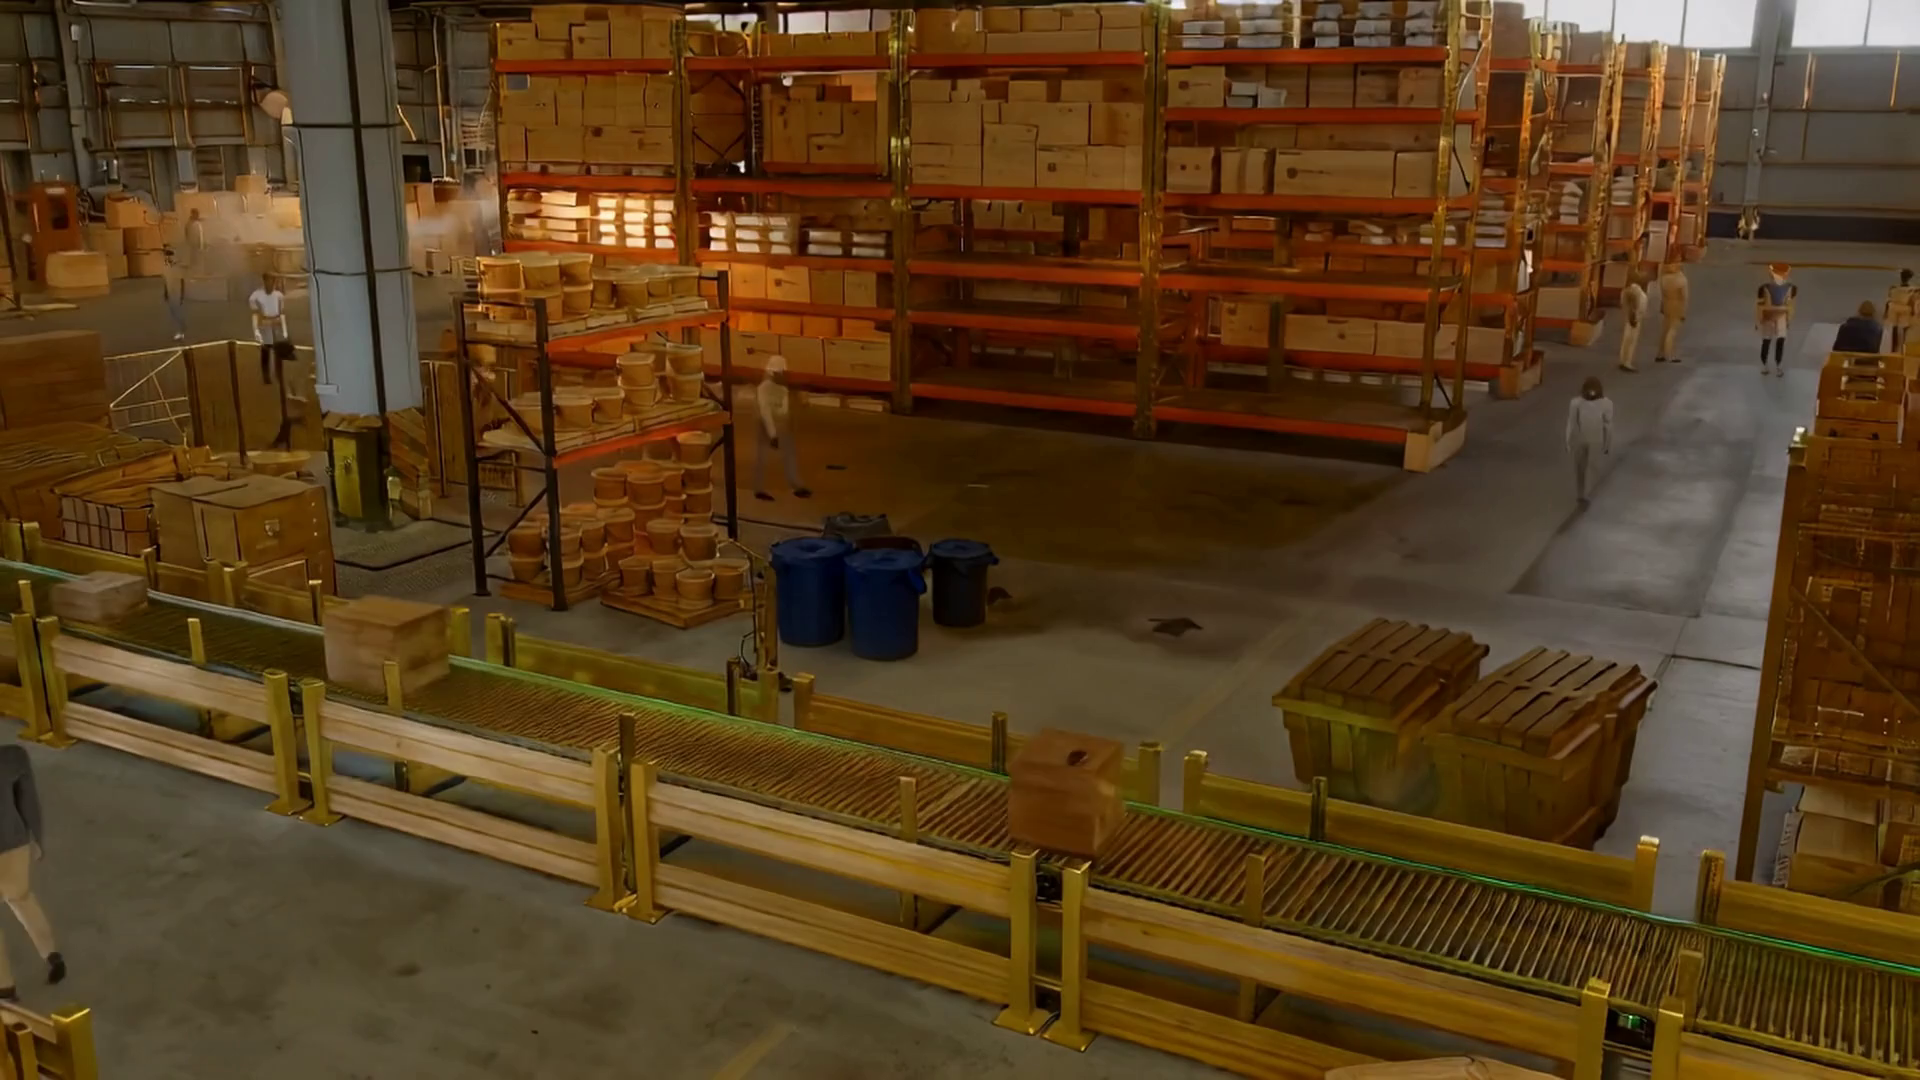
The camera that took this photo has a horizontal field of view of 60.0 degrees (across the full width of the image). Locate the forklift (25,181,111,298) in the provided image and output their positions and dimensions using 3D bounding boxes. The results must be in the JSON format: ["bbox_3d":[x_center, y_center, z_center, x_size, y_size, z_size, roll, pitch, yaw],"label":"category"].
[{"bbox_3d":[-22.198,-7.459,41.139,1.873,2.768,1.129,8,17,28],"label":"forklift"}]

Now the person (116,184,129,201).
[{"bbox_3d":[-28.851,-11.337,57.525,0.358,1.938,0.545,2,15,6],"label":"person"}]

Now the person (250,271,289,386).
[{"bbox_3d":[-11.804,-3.628,28.515,0.390,1.957,0.603,14,20,42],"label":"person"}]

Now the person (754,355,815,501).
[{"bbox_3d":[-2.167,-1.335,20.199,0.830,1.799,0.615,6,16,22],"label":"person"}]

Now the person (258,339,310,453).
[{"bbox_3d":[-9.126,-1.933,22.743,0.971,1.627,0.551,-1,15,-5],"label":"person"}]

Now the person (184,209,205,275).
[{"bbox_3d":[-20.807,-8.064,45.357,0.649,1.883,0.860,10,18,34],"label":"person"}]

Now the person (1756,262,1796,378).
[{"bbox_3d":[14.349,-3.857,29.255,0.632,2.008,0.929,3,15,12],"label":"person"}]

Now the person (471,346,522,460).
[{"bbox_3d":[-6.236,-1.818,22.287,0.874,1.648,0.552,5,16,18],"label":"person"}]

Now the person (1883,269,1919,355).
[{"bbox_3d":[17.867,-4.313,31.639,0.553,1.649,0.851,11,18,36],"label":"person"}]

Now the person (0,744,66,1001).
[{"bbox_3d":[-5.207,1.676,8.968,0.475,1.756,0.534,9,18,31],"label":"person"}]

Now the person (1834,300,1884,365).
[{"bbox_3d":[13.515,-2.685,25.116,0.658,1.875,0.451,3,15,10],"label":"person"}]

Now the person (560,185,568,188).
[{"bbox_3d":[-14.951,-12.711,62.821,1.036,1.883,0.649,-1,15,-3],"label":"person"}]

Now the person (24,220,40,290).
[{"bbox_3d":[-23.061,-7.072,41.595,0.584,1.882,0.337,-2,15,-6],"label":"person"}]

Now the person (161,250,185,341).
[{"bbox_3d":[-15.932,-4.953,33.713,0.494,1.847,0.420,1,15,4],"label":"person"}]

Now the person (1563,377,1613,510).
[{"bbox_3d":[7.503,-1.162,19.933,0.519,1.581,0.856,8,17,27],"label":"person"}]

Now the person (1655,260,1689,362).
[{"bbox_3d":[13.318,-4.273,31.042,0.399,1.902,0.644,-7,16,-24],"label":"person"}]

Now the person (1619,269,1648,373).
[{"bbox_3d":[12.130,-3.946,29.924,0.429,1.842,0.629,5,16,17],"label":"person"}]

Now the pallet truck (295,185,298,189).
[{"bbox_3d":[-26.804,-14.617,69.738,1.885,1.965,0.823,-14,20,-42],"label":"pallet truck"}]

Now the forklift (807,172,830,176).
[{"bbox_3d":[-5.198,-12.865,61.463,1.129,2.768,1.873,8,17,28],"label":"forklift"}]
